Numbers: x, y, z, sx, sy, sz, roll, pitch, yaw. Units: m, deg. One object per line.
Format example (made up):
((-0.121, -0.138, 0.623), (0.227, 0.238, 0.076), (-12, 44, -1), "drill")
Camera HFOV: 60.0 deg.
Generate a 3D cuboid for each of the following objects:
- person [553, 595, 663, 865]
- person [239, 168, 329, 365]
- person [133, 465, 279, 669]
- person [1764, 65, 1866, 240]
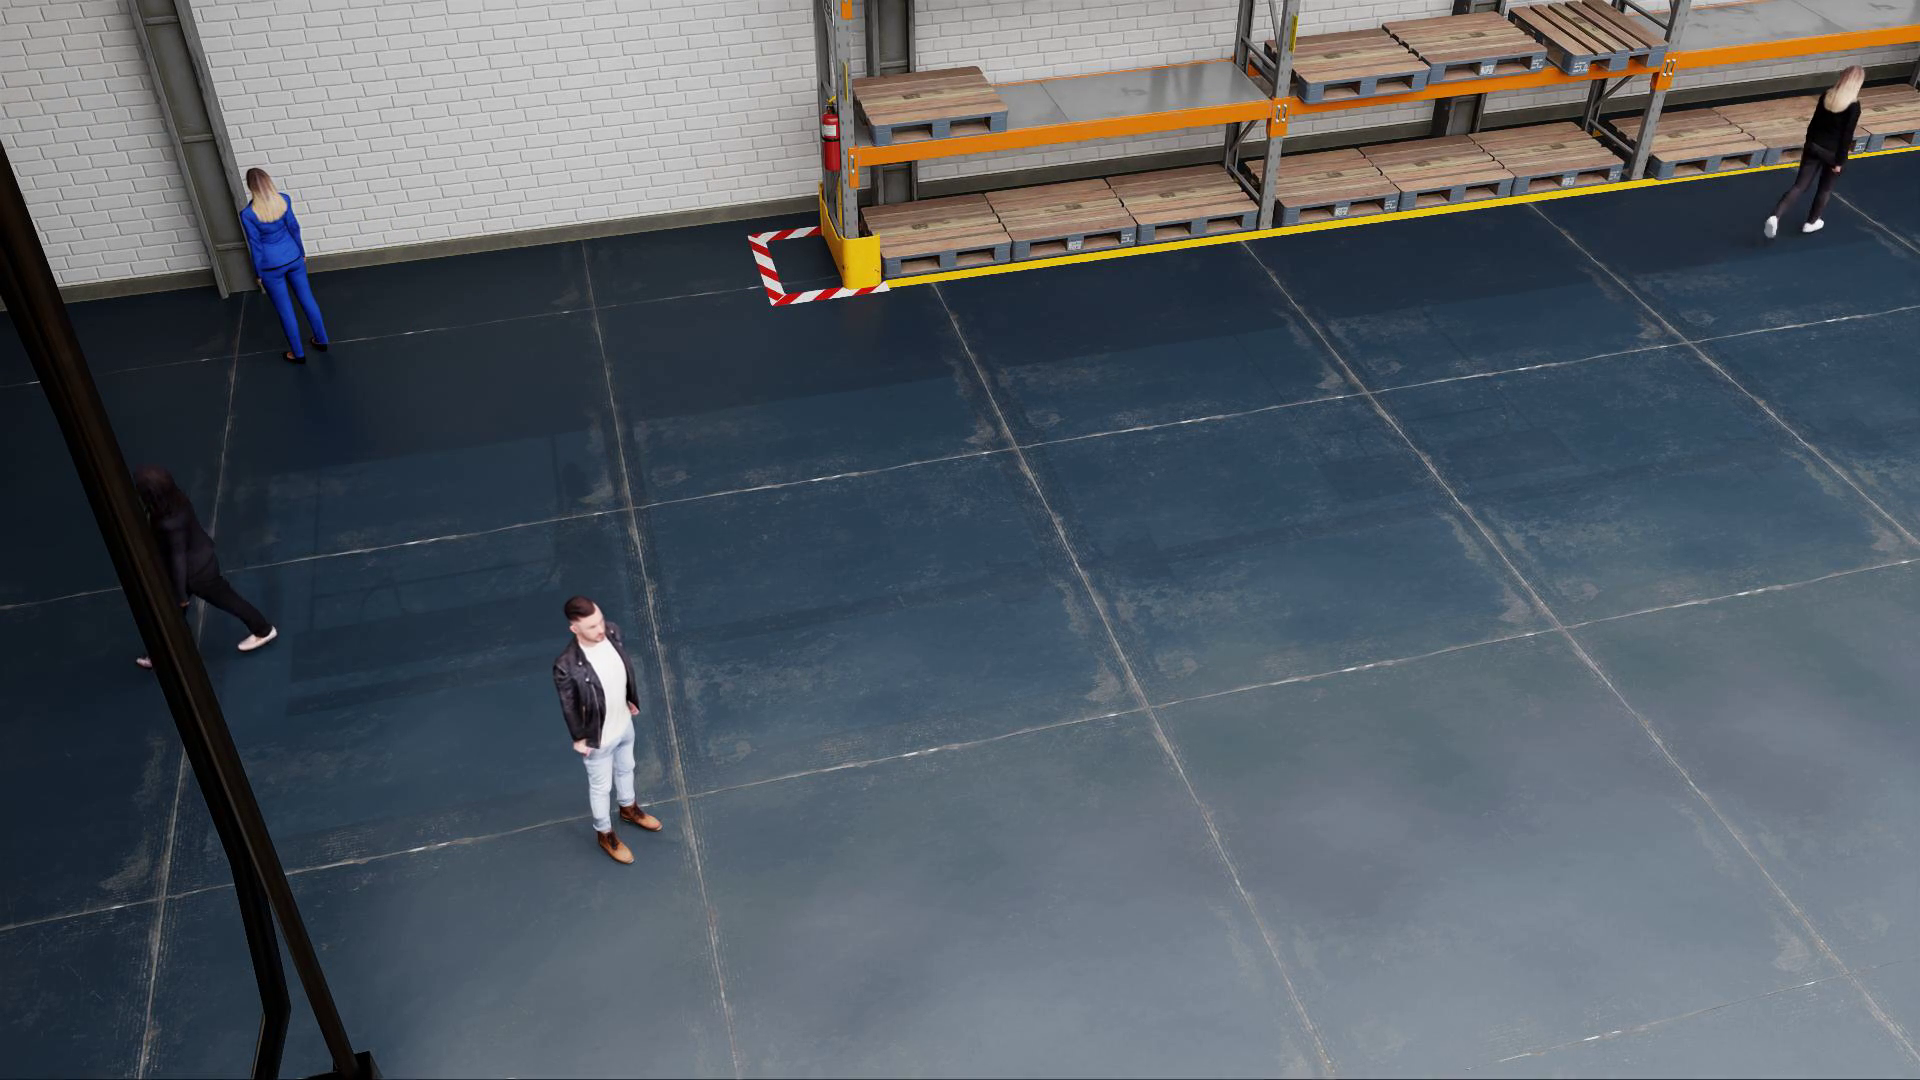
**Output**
((-2.007, 1.030, 9.353), (0.785, 1.836, 0.726), (20, 43, 23), "person")
((-5.531, -2.241, 13.558), (0.766, 1.700, 0.681), (25, 45, 28), "person")
((-4.837, 0.163, 10.654), (1.192, 1.567, 0.901), (-22, 44, -25), "person")
((7.810, -3.492, 15.157), (1.129, 1.659, 0.817), (-20, 43, -23), "person")
